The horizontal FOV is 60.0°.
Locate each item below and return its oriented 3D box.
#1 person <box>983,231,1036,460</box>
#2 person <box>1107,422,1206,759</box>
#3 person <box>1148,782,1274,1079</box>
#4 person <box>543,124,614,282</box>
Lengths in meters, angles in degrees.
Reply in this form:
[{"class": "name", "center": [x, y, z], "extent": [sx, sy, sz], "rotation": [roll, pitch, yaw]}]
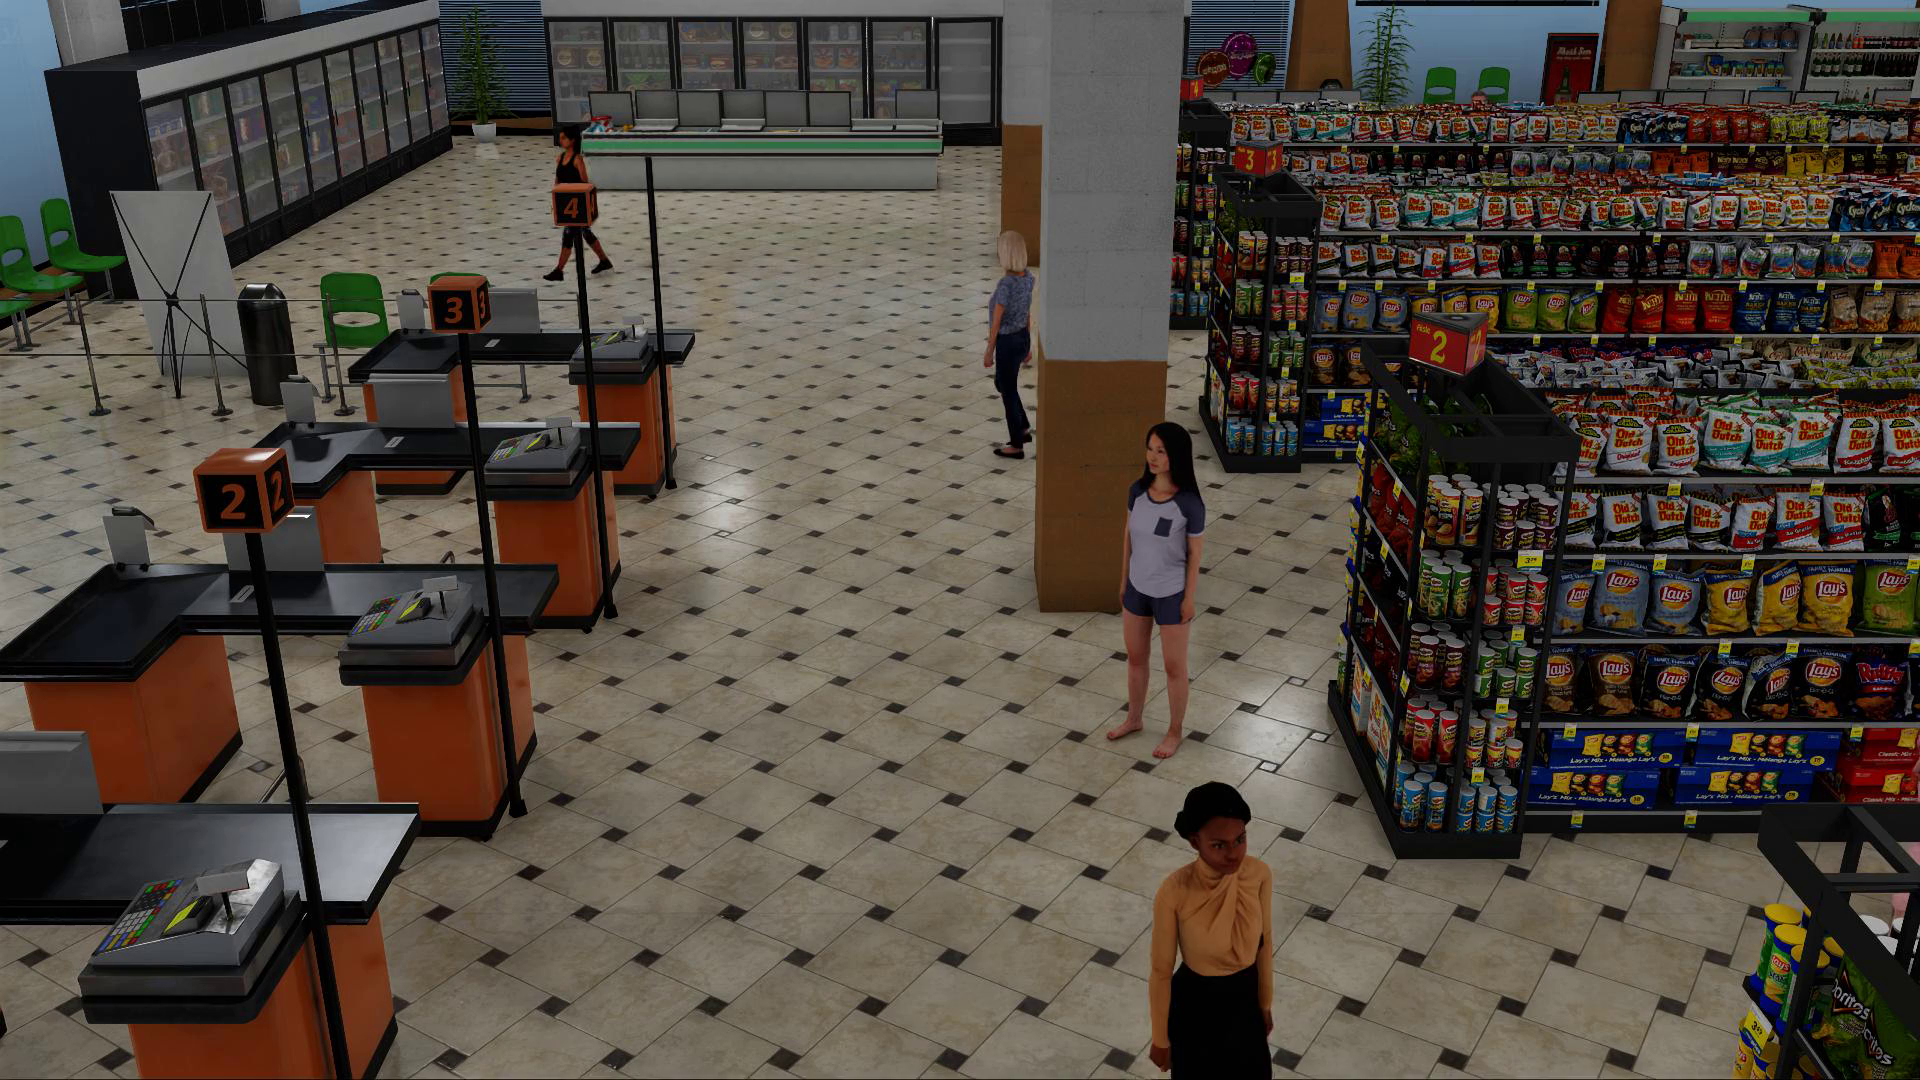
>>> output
[{"class": "person", "center": [0.454, -1.404, 12.237], "extent": [0.686, 1.712, 0.660], "rotation": [12, 25, 27]}, {"class": "person", "center": [0.986, 0.235, 8.168], "extent": [0.667, 1.706, 0.734], "rotation": [19, 29, 40]}, {"class": "person", "center": [0.752, 1.464, 5.197], "extent": [0.822, 1.640, 0.814], "rotation": [-9, 24, -22]}, {"class": "person", "center": [-4.057, -3.593, 17.817], "extent": [1.075, 1.614, 1.129], "rotation": [20, 29, 41]}]
